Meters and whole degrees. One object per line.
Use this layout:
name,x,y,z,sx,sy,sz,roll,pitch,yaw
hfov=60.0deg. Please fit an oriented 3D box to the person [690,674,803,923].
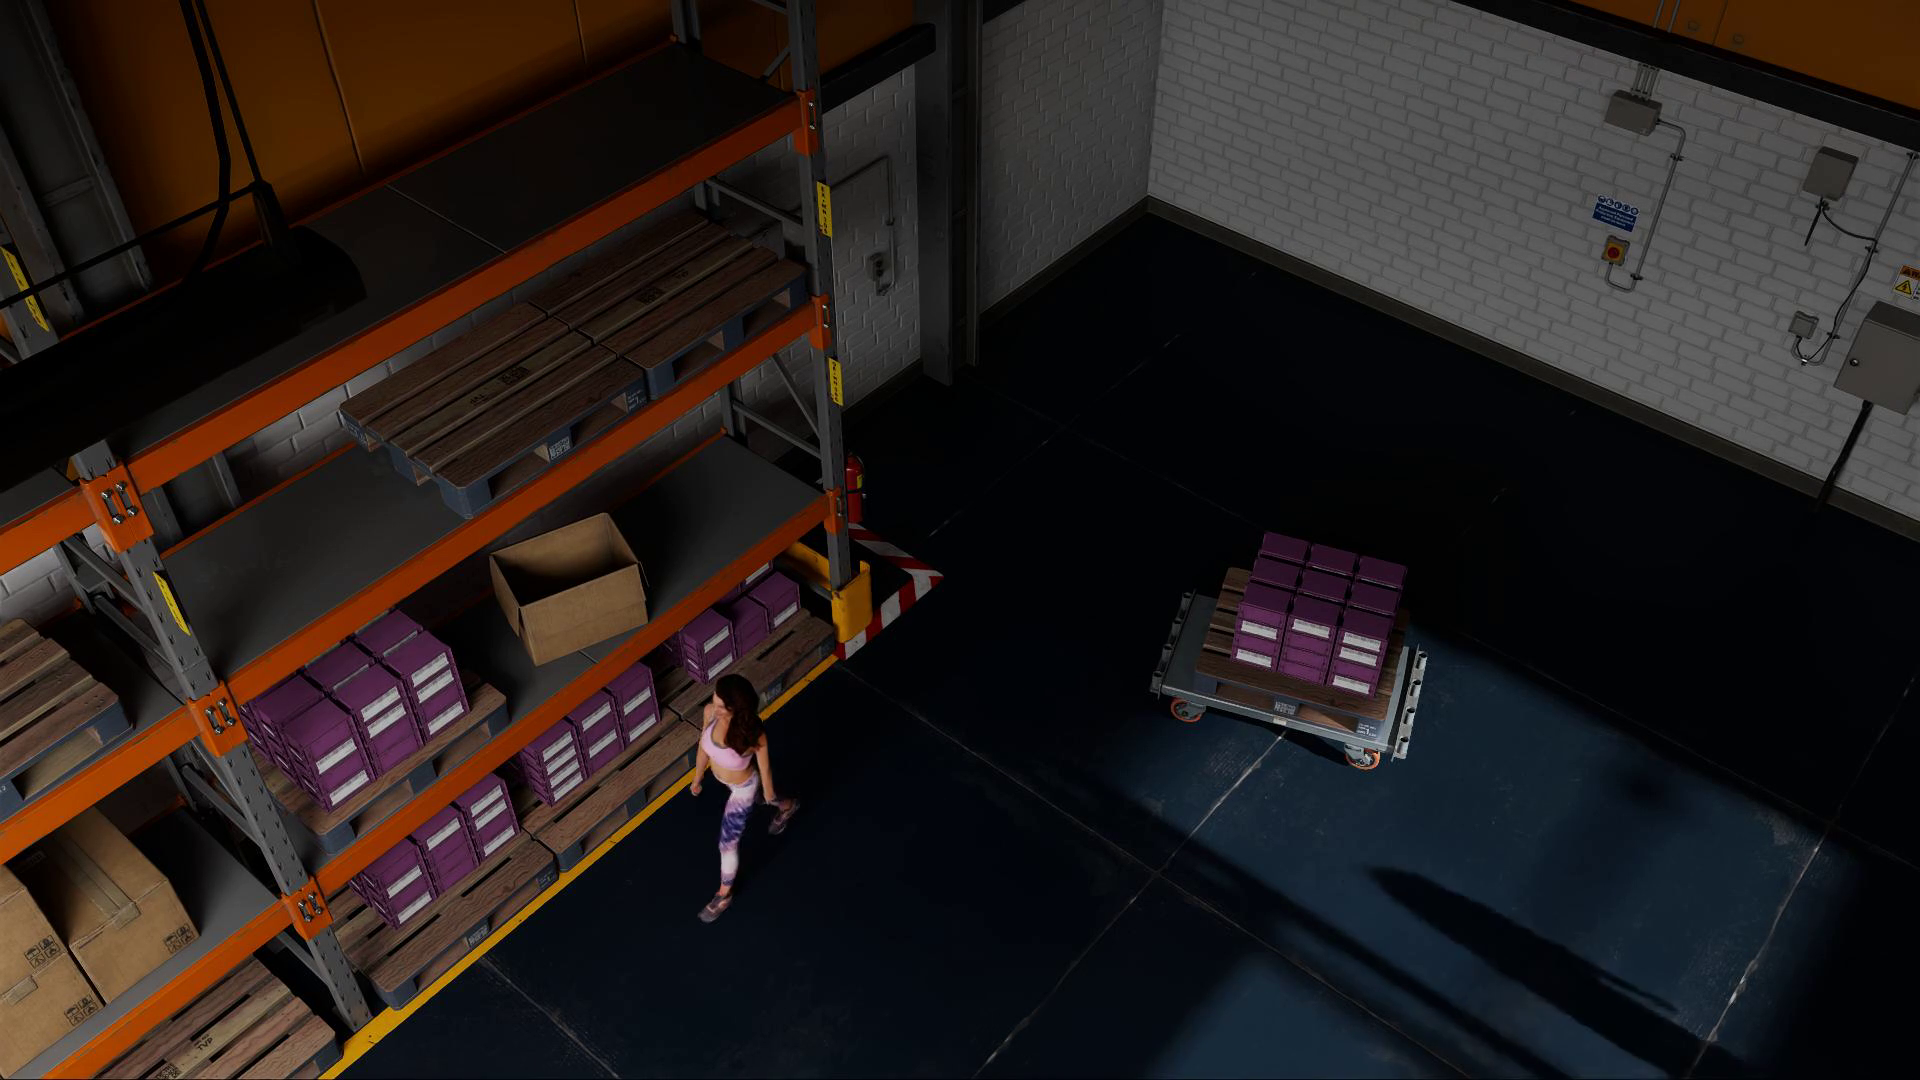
person,-1.211,1.335,9.537,0.603,1.727,1.189,29,51,27
